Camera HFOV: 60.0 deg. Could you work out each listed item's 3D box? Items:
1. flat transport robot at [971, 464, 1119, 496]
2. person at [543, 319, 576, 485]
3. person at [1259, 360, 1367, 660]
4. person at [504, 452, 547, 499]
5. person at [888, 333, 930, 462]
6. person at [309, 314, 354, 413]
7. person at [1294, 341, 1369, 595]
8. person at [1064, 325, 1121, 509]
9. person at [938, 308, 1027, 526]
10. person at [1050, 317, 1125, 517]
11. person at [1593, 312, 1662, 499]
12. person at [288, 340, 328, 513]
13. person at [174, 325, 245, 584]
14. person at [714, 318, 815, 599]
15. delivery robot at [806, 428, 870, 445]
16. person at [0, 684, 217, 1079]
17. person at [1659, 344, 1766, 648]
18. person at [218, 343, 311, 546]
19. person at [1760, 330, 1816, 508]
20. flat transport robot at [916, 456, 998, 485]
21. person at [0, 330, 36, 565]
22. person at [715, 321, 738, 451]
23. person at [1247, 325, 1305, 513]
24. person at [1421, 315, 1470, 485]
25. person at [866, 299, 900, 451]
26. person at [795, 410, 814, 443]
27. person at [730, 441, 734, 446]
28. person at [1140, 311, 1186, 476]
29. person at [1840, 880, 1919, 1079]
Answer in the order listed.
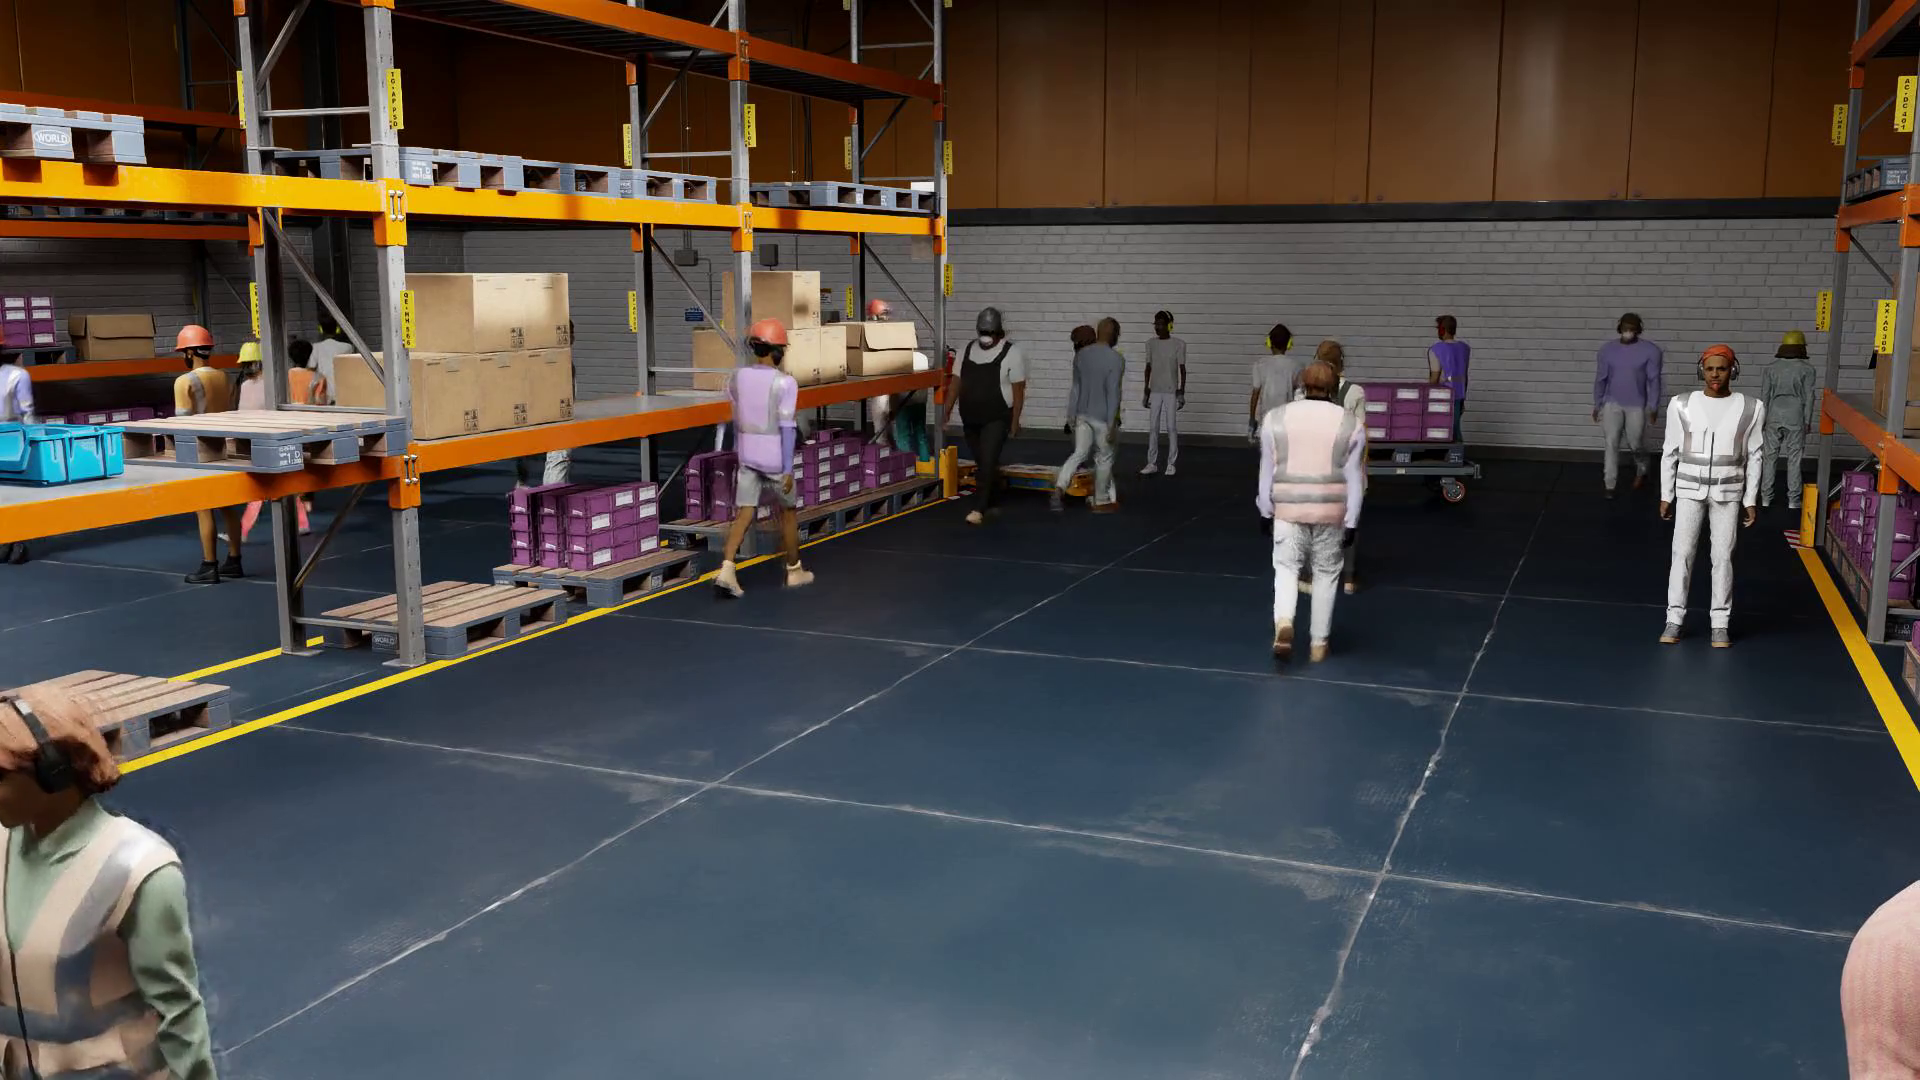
[{"bbox_3d":[0.887,-0.643,17.490,1.431,0.197,0.652,7,11,35],"label":"flat transport robot"},{"bbox_3d":[-3.601,-1.060,14.989,0.373,1.935,0.628,-4,10,-23],"label":"person"},{"bbox_3d":[2.069,-0.151,9.829,0.629,1.818,0.633,3,10,18],"label":"person"},{"bbox_3d":[-4.307,-1.211,16.657,0.553,1.670,0.689,6,11,33],"label":"person"},{"bbox_3d":[-0.558,-1.437,17.818,0.525,1.759,0.357,-9,13,-44],"label":"person"},{"bbox_3d":[-7.034,-1.629,18.794,0.518,1.818,0.986,0,9,1],"label":"person"},{"bbox_3d":[2.662,-0.512,12.012,0.573,1.833,0.363,0,9,-3],"label":"person"},{"bbox_3d":[1.279,-1.173,16.086,0.562,1.802,0.663,6,11,30],"label":"person"},{"bbox_3d":[0.180,-1.157,15.253,0.696,2.000,0.936,7,11,35],"label":"person"},{"bbox_3d":[1.209,-1.146,15.643,0.901,1.897,0.675,-8,12,-40],"label":"person"},{"bbox_3d":[6.857,-1.388,17.069,0.644,1.918,0.793,6,11,32],"label":"person"},{"bbox_3d":[-6.248,-1.050,15.722,0.533,1.674,0.575,-2,10,-10],"label":"person"},{"bbox_3d":[-5.652,-0.638,12.452,0.383,1.929,0.540,3,10,18],"label":"person"},{"bbox_3d":[-1.424,-0.585,11.924,0.609,2.006,1.001,5,10,27],"label":"person"},{"bbox_3d":[-1.351,-1.004,18.534,0.707,0.478,0.477,3,10,17],"label":"delivery robot"},{"bbox_3d":[-1.597,1.040,3.190,0.543,1.620,0.575,4,10,24],"label":"person"},{"bbox_3d":[4.661,-0.270,10.355,0.579,1.883,0.352,4,10,25],"label":"person"},{"bbox_3d":[-5.964,-0.814,14.158,0.525,1.713,0.918,7,12,38],"label":"person"},{"bbox_3d":[8.108,-1.183,16.315,0.487,1.741,0.313,8,12,40],"label":"person"},{"bbox_3d":[-0.300,-0.775,18.290,1.431,0.197,0.652,8,12,39],"label":"flat transport robot"},{"bbox_3d":[-7.638,-0.746,13.128,0.560,1.924,0.541,-1,9,-7],"label":"person"},{"bbox_3d":[-2.664,-1.689,19.347,0.511,1.745,0.537,-5,11,-30],"label":"person"},{"bbox_3d":[2.947,-1.080,15.458,0.571,1.815,0.964,1,9,6],"label":"person"},{"bbox_3d":[5.235,-1.489,17.863,0.571,1.840,0.373,-6,11,-31],"label":"person"},{"bbox_3d":[-0.911,-1.843,19.605,0.501,1.975,0.654,7,11,35],"label":"person"},{"bbox_3d":[-2.207,-2.017,21.205,0.628,1.811,0.855,-8,12,-40],"label":"person"},{"bbox_3d":[-2.667,-2.161,21.701,0.651,1.924,0.566,0,9,0],"label":"person"},{"bbox_3d":[2.309,-1.658,18.833,0.513,1.864,0.331,5,11,29],"label":"person"},{"bbox_3d":[1.439,1.076,2.115,0.643,1.913,0.410,-1,9,-5],"label":"person"}]
